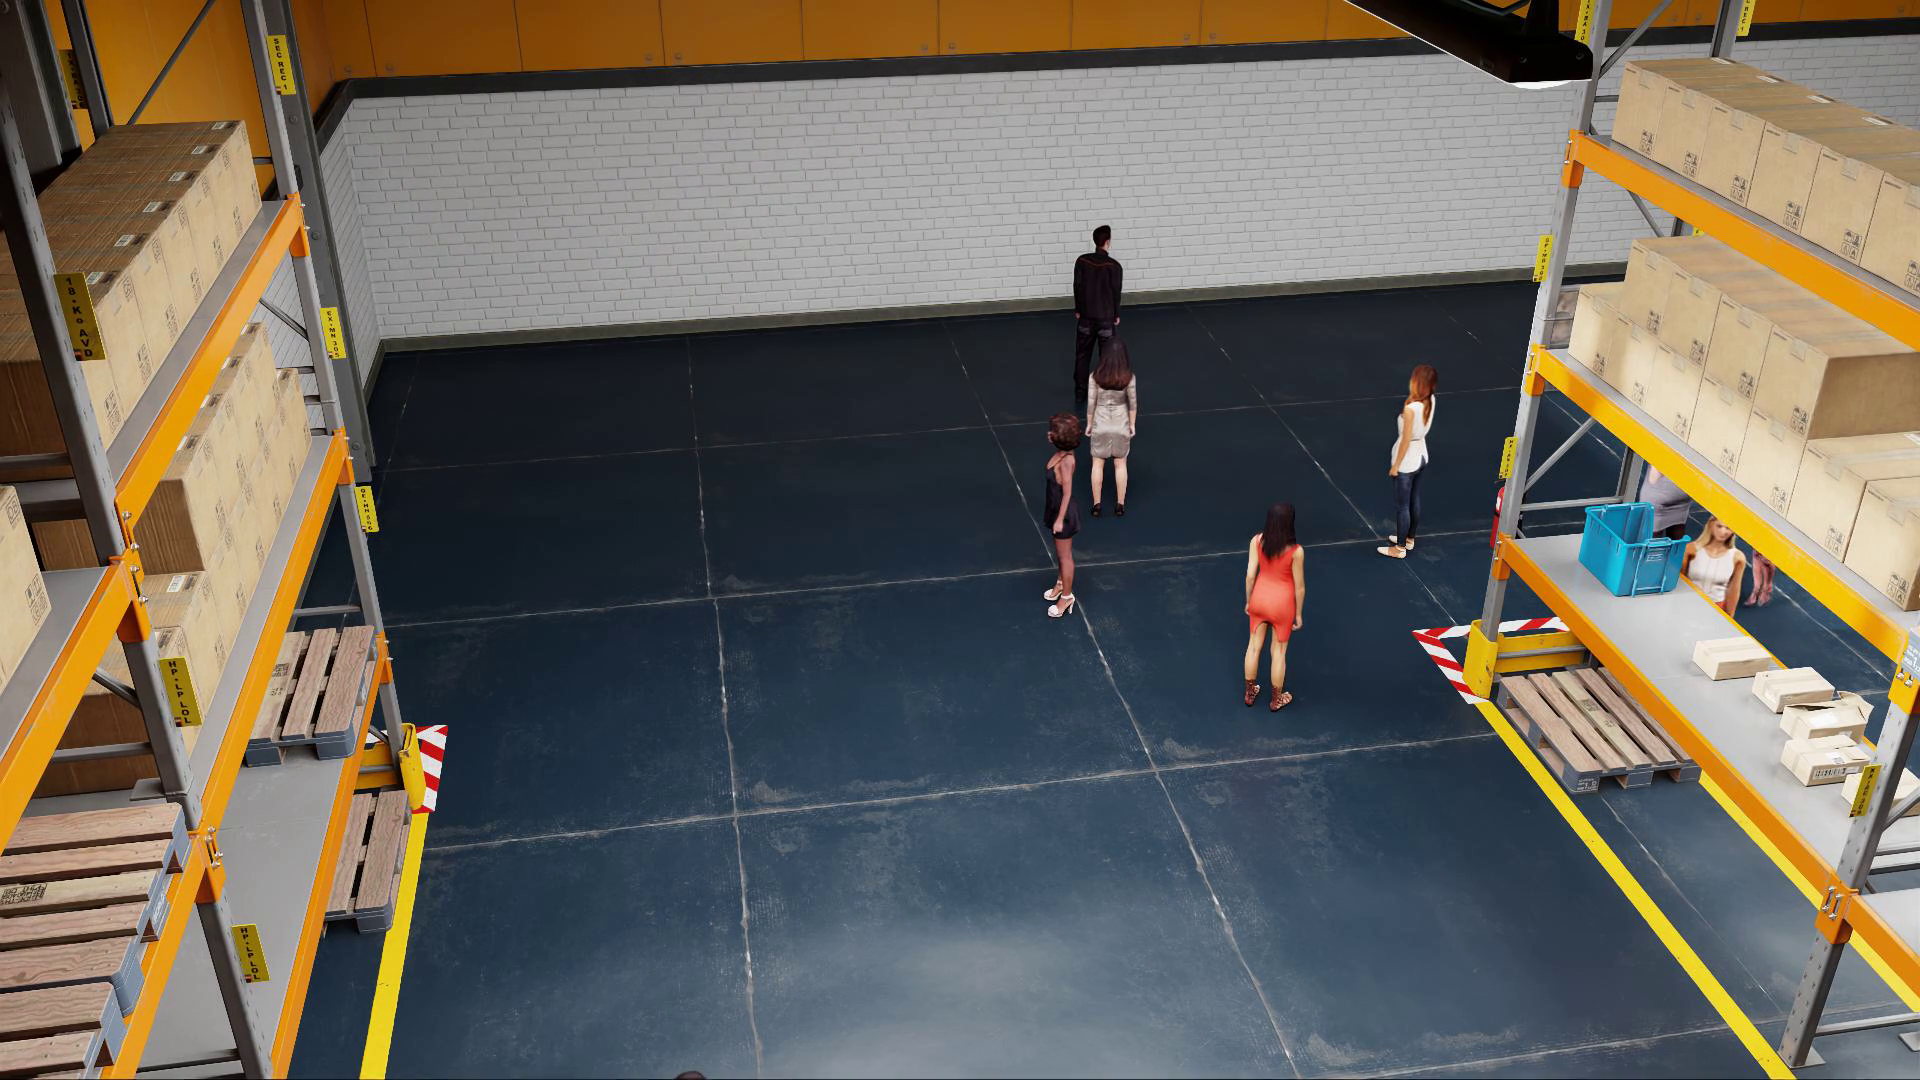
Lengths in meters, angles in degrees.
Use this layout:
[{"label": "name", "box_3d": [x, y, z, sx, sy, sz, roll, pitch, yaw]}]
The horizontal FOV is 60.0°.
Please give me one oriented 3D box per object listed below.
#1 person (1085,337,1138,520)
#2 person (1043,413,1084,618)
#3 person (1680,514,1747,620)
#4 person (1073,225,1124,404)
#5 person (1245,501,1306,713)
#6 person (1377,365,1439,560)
[{"label": "person", "box_3d": [1.353, -1.001, 14.980, 0.648, 1.745, 0.584, 2, 29, 3]}, {"label": "person", "box_3d": [0.833, -0.215, 13.493, 0.650, 1.789, 0.512, -1, 29, -1]}, {"label": "person", "box_3d": [5.353, 0.556, 12.067, 0.725, 1.800, 0.752, 10, 30, 18]}, {"label": "person", "box_3d": [1.430, -2.326, 17.235, 0.772, 1.911, 0.799, 14, 32, 24]}, {"label": "person", "box_3d": [2.306, 0.484, 12.284, 0.663, 1.719, 0.700, 15, 32, 25]}, {"label": "person", "box_3d": [3.900, -0.677, 14.344, 0.706, 1.785, 0.664, 23, 36, 35]}]
